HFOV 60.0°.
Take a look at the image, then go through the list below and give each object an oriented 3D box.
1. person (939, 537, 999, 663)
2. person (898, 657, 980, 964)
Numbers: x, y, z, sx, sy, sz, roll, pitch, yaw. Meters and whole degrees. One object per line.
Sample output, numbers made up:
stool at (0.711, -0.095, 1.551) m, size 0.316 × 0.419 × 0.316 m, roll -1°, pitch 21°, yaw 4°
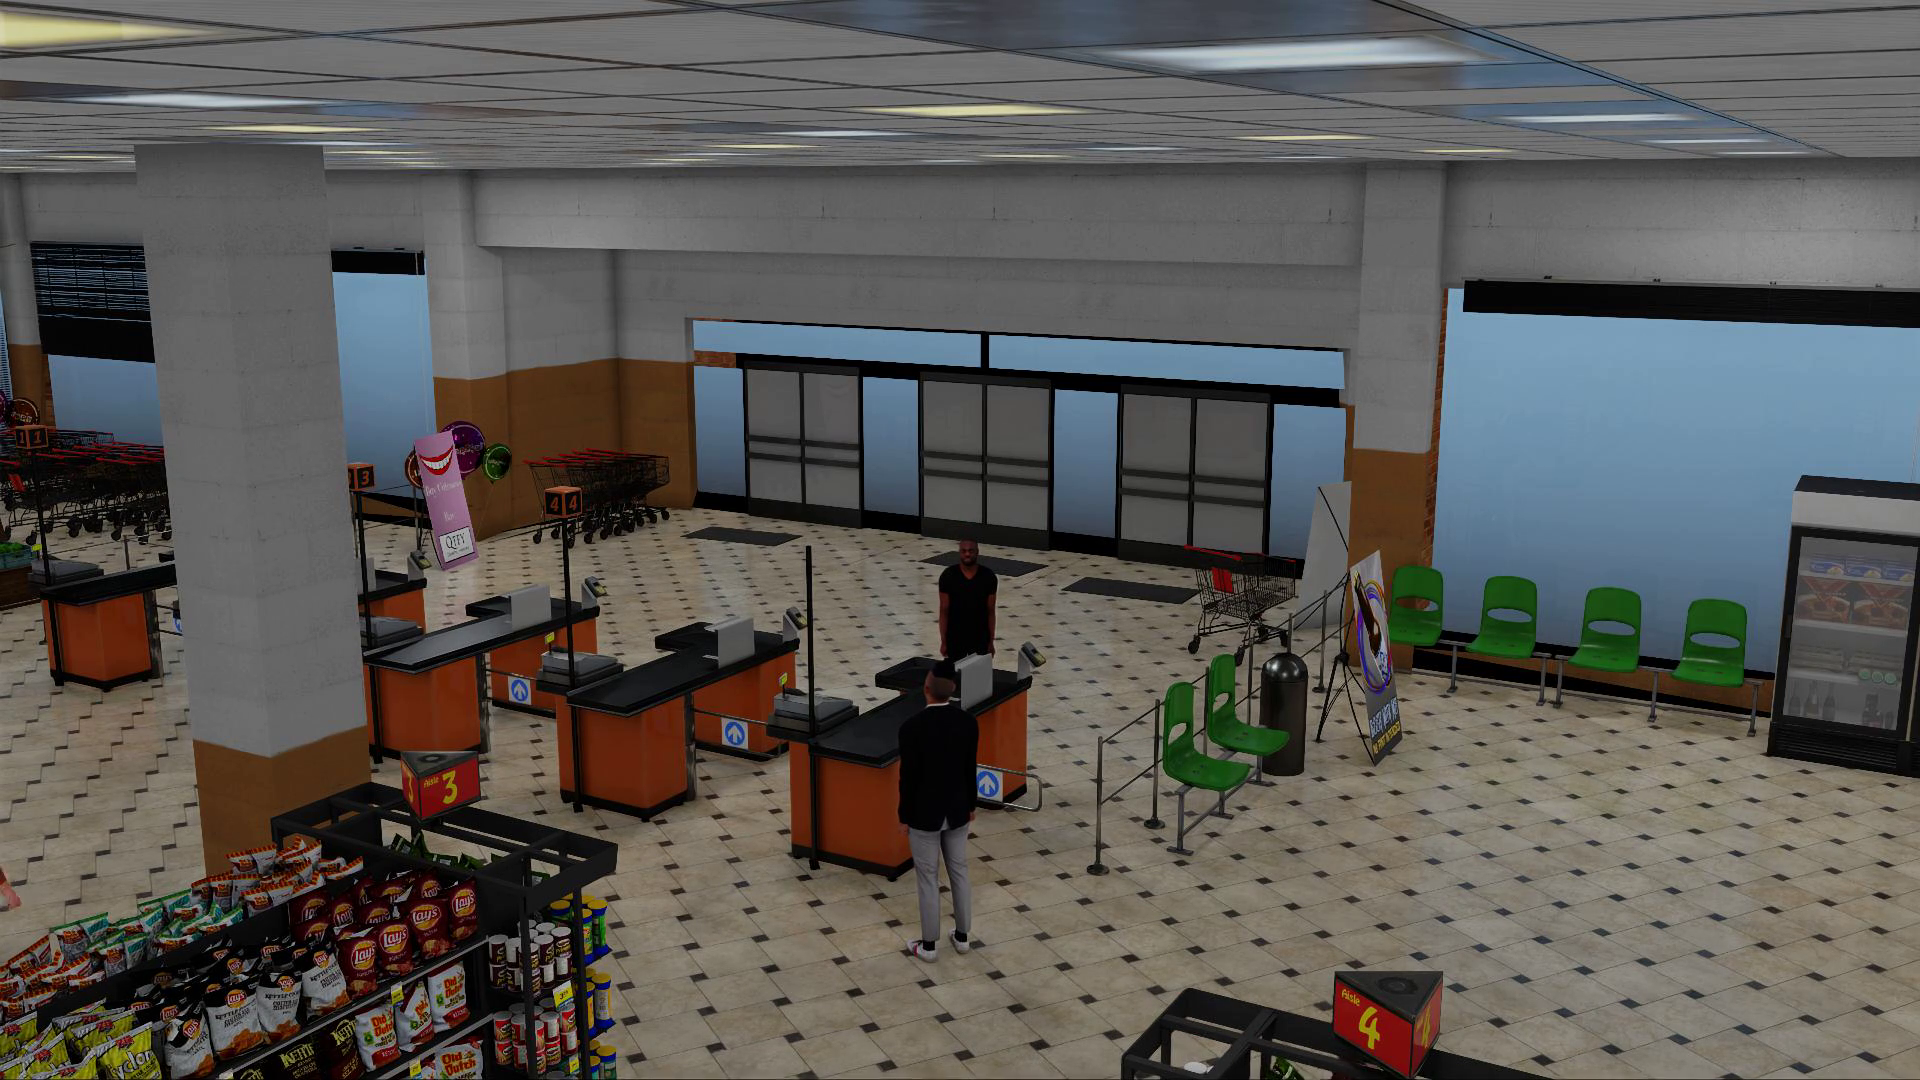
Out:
person at (0.064, 0.862, 14.439) m, size 0.751 × 1.820 × 0.766 m, roll -1°, pitch 12°, yaw -4°
person at (-0.124, 1.658, 10.345) m, size 0.746 × 1.950 × 0.857 m, roll -6°, pitch 13°, yaw -26°
